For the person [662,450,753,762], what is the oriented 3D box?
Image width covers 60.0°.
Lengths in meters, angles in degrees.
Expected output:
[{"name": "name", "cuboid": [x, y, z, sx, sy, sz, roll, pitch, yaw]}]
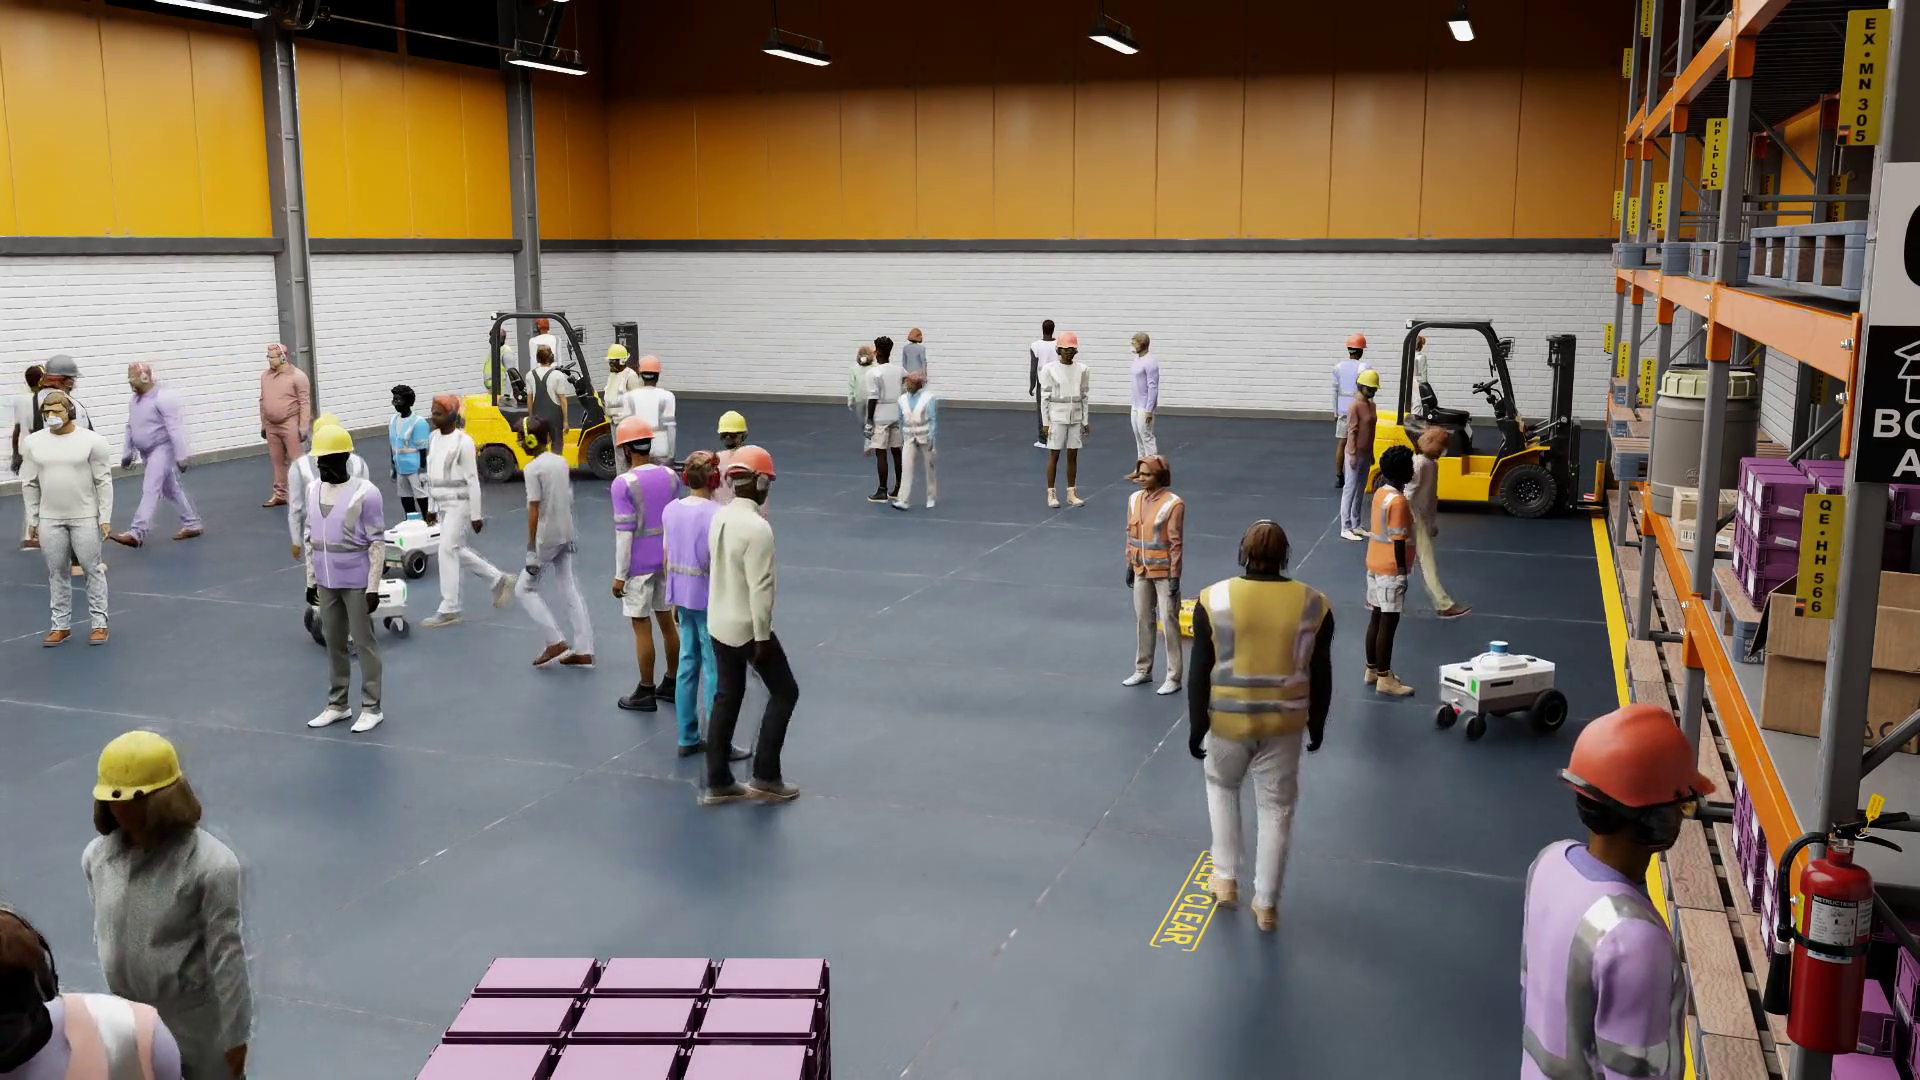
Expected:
[{"name": "person", "cuboid": [-1.506, 0.394, 9.742, 0.571, 1.846, 0.382, 8, 13, 38]}]

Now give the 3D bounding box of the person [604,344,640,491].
[{"name": "person", "cuboid": [-4.148, -1.483, 20.369, 0.403, 1.827, 0.601, -9, 13, -41]}]

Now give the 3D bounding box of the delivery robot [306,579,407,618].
[{"name": "delivery robot", "cuboid": [-4.642, 0.449, 12.810, 0.707, 0.478, 0.477, -6, 12, -28]}]

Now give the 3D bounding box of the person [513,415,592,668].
[{"name": "person", "cuboid": [-2.912, 0.030, 11.825, 0.544, 1.834, 0.682, 3, 11, 18]}]

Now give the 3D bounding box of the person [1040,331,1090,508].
[{"name": "person", "cuboid": [1.230, -1.392, 19.255, 0.608, 2.044, 0.371, -4, 11, -21]}]

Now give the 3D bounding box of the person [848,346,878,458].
[{"name": "person", "cuboid": [-1.343, -2.010, 23.992, 0.512, 1.602, 0.805, 3, 10, 14]}]

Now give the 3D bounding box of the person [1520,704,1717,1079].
[{"name": "person", "cuboid": [1.450, 1.364, 3.727, 0.371, 2.044, 0.615, 0, 10, 0]}]

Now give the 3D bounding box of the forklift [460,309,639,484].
[{"name": "forklift", "cuboid": [-5.354, -1.902, 21.697, 2.313, 2.155, 1.214, -2, 10, -13]}]

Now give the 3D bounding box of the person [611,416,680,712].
[{"name": "person", "cuboid": [-2.070, 0.157, 10.859, 0.384, 1.927, 0.544, 7, 12, 35]}]

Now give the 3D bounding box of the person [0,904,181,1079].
[{"name": "person", "cuboid": [-1.829, 1.555, 3.278, 0.636, 1.820, 0.632, -8, 13, -38]}]

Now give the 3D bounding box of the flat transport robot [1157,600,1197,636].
[{"name": "flat transport robot", "cuboid": [2.269, 0.560, 13.249, 0.652, 0.197, 1.431, 10, 14, 43]}]

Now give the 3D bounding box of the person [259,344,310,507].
[{"name": "person", "cuboid": [-7.820, -1.313, 19.208, 0.637, 1.904, 0.403, 3, 11, 17]}]

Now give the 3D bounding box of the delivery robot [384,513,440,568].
[{"name": "delivery robot", "cuboid": [-5.055, -0.010, 15.396, 0.477, 0.478, 0.707, 4, 11, 23]}]

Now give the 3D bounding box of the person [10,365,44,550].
[{"name": "person", "cuboid": [-9.213, -0.852, 16.826, 0.533, 1.820, 0.931, 4, 11, 19]}]

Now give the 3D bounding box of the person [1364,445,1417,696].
[{"name": "person", "cuboid": [2.923, 0.200, 11.265, 0.316, 1.696, 0.540, 0, 10, -1]}]

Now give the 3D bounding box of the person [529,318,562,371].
[{"name": "person", "cuboid": [-6.653, -2.635, 26.703, 0.356, 1.884, 0.574, 9, 14, 42]}]

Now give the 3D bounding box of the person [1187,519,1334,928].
[{"name": "person", "cuboid": [1.343, 0.799, 7.536, 0.650, 1.819, 0.638, 1, 10, 3]}]

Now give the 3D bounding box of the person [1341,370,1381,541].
[{"name": "person", "cuboid": [4.154, -0.877, 17.162, 0.337, 1.759, 0.524, 8, 13, 39]}]

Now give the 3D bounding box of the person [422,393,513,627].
[{"name": "person", "cuboid": [-4.002, -0.264, 13.405, 0.785, 1.862, 0.567, -9, 14, -42]}]

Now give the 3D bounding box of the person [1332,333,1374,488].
[{"name": "person", "cuboid": [4.896, -1.596, 20.698, 0.543, 1.939, 0.355, 8, 13, 39]}]

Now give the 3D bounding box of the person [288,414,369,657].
[{"name": "person", "cuboid": [-4.686, -0.060, 12.488, 0.611, 1.786, 0.924, -8, 13, -38]}]

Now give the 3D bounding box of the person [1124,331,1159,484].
[{"name": "person", "cuboid": [2.337, -1.685, 21.200, 0.353, 1.936, 0.633, -2, 10, -12]}]

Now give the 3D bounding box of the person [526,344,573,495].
[{"name": "person", "cuboid": [-4.960, -1.436, 20.055, 0.506, 1.847, 0.345, 2, 10, 11]}]

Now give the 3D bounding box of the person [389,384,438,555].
[{"name": "person", "cuboid": [-5.360, -0.677, 16.245, 0.537, 1.690, 0.326, 8, 13, 37]}]

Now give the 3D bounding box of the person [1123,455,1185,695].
[{"name": "person", "cuboid": [1.326, 0.229, 11.298, 0.318, 1.630, 0.512, -8, 13, -39]}]

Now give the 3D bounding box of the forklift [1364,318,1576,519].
[{"name": "forklift", "cuboid": [5.787, -1.437, 19.079, 2.313, 2.155, 1.214, 3, 11, 19]}]

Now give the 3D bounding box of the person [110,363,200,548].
[{"name": "person", "cuboid": [-8.190, -0.861, 16.821, 0.670, 1.844, 1.028, 7, 12, 36]}]

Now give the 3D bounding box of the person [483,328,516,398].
[{"name": "person", "cuboid": [-6.690, -2.162, 24.150, 0.429, 1.847, 0.626, -9, 13, -41]}]

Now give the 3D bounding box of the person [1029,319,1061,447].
[{"name": "person", "cuboid": [1.333, -2.342, 24.955, 0.592, 1.917, 0.375, -3, 10, -14]}]

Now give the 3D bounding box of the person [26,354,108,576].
[{"name": "person", "cuboid": [-8.224, -0.701, 15.368, 0.688, 2.000, 0.536, 6, 12, 32]}]

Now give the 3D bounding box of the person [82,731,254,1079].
[{"name": "person", "cuboid": [-2.233, 1.342, 4.815, 0.488, 1.714, 0.807, 1, 10, 7]}]

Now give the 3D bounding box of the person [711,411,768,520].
[{"name": "person", "cuboid": [-1.743, -0.110, 12.820, 0.541, 1.766, 0.327, 4, 11, 22]}]

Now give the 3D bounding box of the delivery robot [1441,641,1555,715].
[{"name": "delivery robot", "cuboid": [3.362, 0.877, 10.401, 0.707, 0.478, 0.477, -5, 11, -25]}]

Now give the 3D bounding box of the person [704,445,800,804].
[{"name": "person", "cuboid": [-1.134, 0.469, 9.020, 0.635, 1.949, 0.644, -7, 12, -36]}]

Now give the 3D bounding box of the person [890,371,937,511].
[{"name": "person", "cuboid": [-0.506, -1.119, 18.980, 0.525, 1.584, 0.877, 4, 11, 21]}]

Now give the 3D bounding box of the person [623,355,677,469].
[{"name": "person", "cuboid": [-3.180, -0.926, 17.003, 0.550, 1.916, 0.676, 1, 10, 5]}]

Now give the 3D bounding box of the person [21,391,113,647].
[{"name": "person", "cuboid": [-6.745, -0.158, 12.599, 0.631, 1.939, 0.370, -2, 10, -10]}]

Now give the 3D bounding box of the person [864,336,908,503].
[{"name": "person", "cuboid": [-0.878, -1.423, 19.642, 0.602, 1.967, 0.370, -9, 14, -42]}]

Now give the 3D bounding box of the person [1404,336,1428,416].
[{"name": "person", "cuboid": [7.021, -2.329, 25.672, 0.307, 1.637, 0.512, -5, 11, -25]}]

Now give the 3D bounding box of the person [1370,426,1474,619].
[{"name": "person", "cuboid": [3.760, -0.139, 13.506, 0.880, 1.564, 0.562, 5, 11, 28]}]

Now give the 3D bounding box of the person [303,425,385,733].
[{"name": "person", "cuboid": [-3.856, 0.239, 10.392, 0.585, 1.927, 0.366, 4, 11, 21]}]

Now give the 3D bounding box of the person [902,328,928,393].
[{"name": "person", "cuboid": [-0.757, -2.758, 28.093, 0.499, 1.634, 0.285, 8, 13, 39]}]
